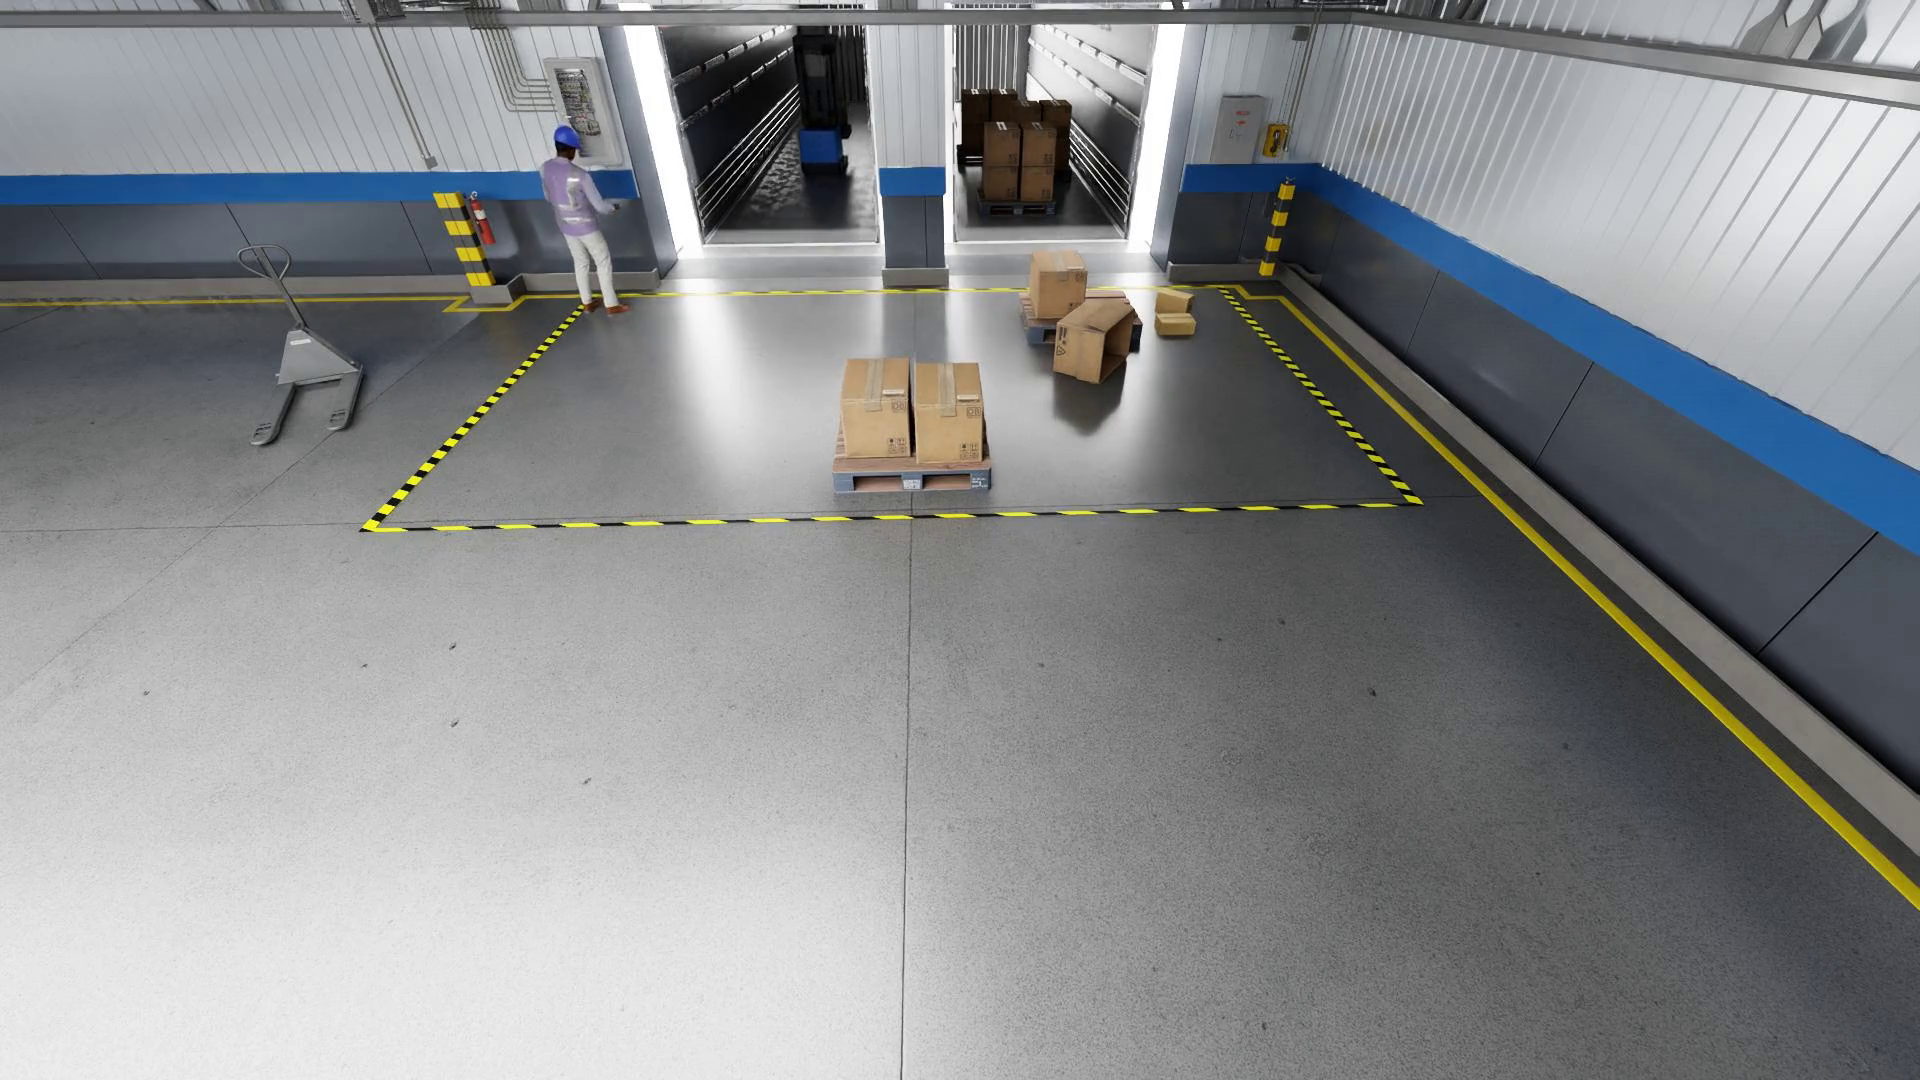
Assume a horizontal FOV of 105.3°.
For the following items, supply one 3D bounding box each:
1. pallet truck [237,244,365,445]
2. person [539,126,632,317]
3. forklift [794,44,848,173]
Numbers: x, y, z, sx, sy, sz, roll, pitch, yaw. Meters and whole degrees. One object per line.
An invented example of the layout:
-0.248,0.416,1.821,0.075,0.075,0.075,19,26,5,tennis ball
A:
-5.915,-1.733,6.366,0.680,1.201,1.601,-18,42,-21,pallet truck
-4.066,-3.459,8.019,0.726,1.895,0.675,12,40,15,person
-2.614,-7.898,13.490,0.716,2.013,0.776,-1,38,-1,forklift
